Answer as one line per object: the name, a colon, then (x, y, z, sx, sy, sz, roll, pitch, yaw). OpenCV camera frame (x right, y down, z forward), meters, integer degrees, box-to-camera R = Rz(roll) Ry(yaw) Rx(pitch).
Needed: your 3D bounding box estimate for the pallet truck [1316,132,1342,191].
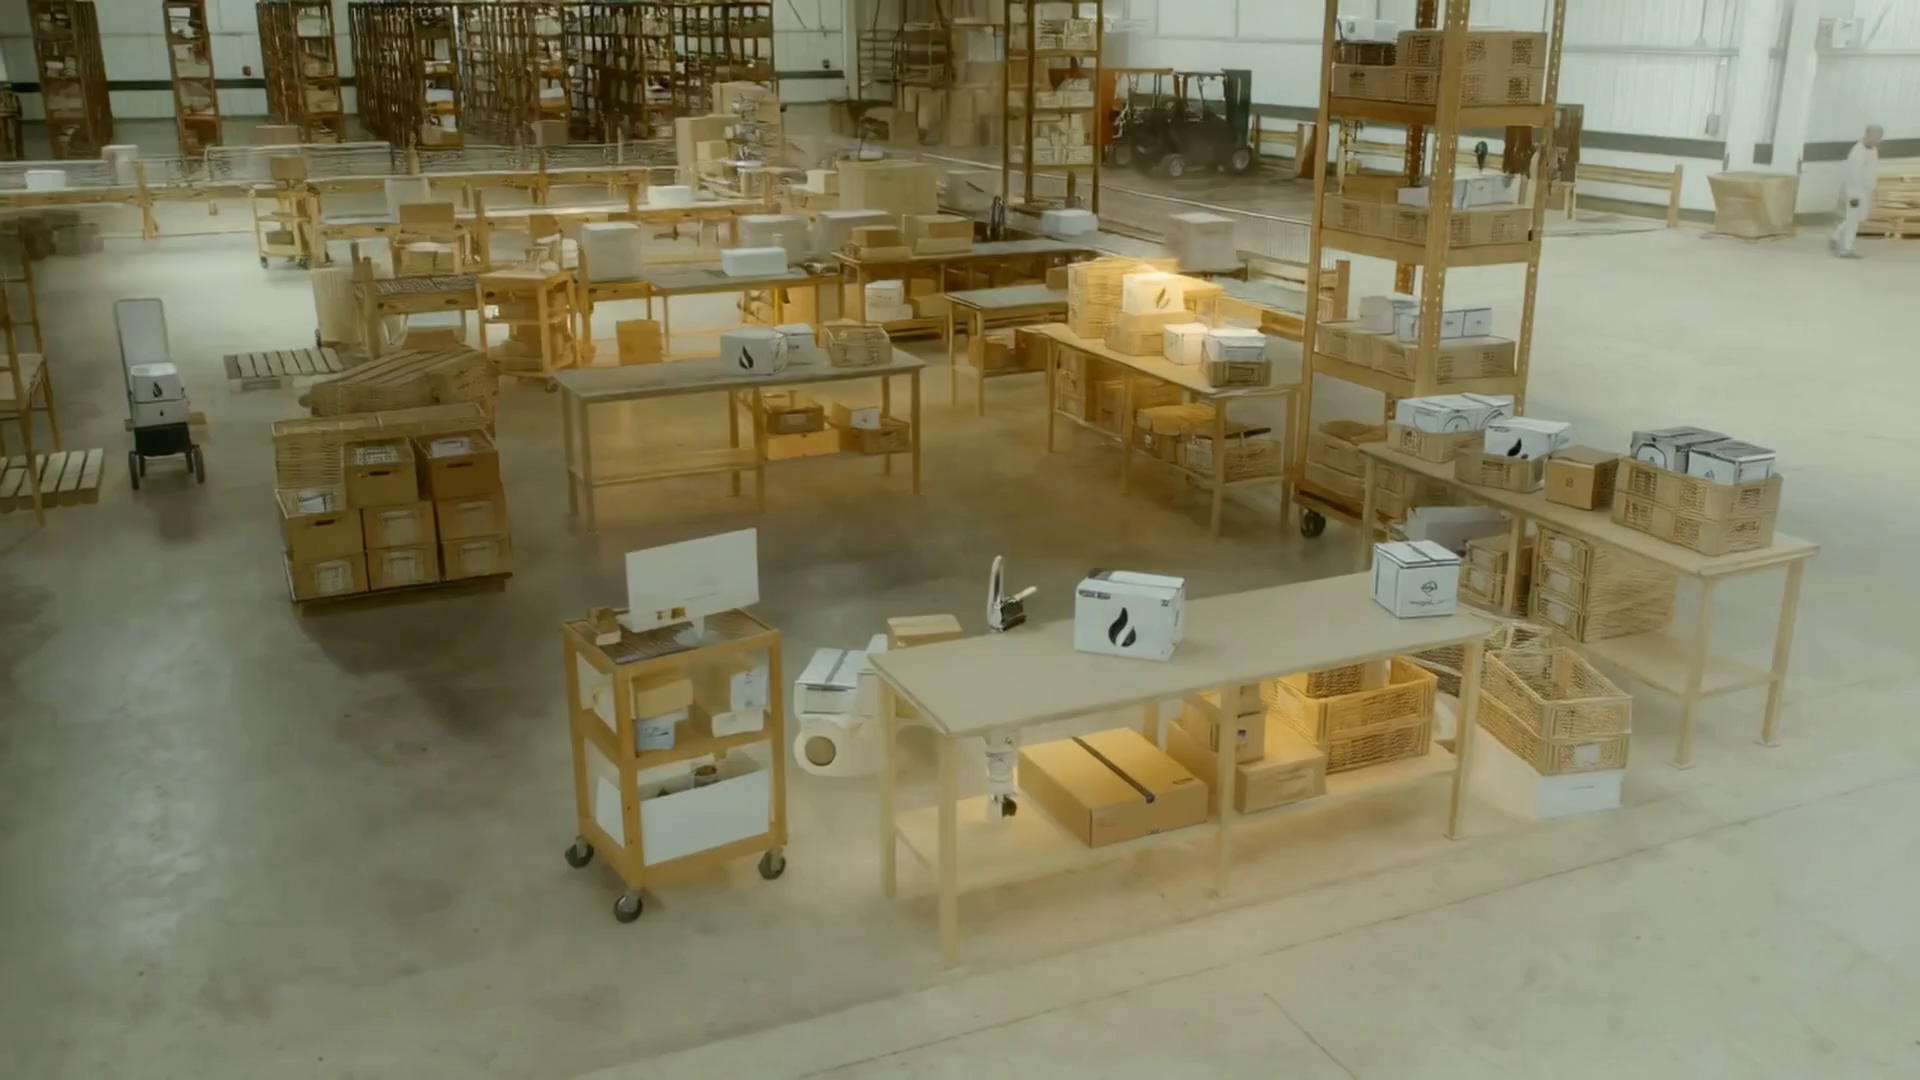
pallet truck: (7.723, -7.504, 32.656, 1.601, 1.201, 0.680, -8, 19, -23)

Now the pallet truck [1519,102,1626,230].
pallet truck: (9.972, -6.037, 26.785, 1.885, 1.965, 0.823, -9, 20, -25)

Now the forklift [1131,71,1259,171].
forklift: (4.998, -8.936, 35.413, 2.680, 1.987, 1.157, -9, 20, -25)

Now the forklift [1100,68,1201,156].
forklift: (4.082, -9.564, 37.410, 2.680, 1.987, 1.157, -8, 19, -23)

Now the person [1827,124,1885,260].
person: (12.586, -4.888, 23.361, 0.512, 1.878, 0.686, 16, 24, 41)

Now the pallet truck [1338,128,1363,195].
pallet truck: (7.845, -7.140, 31.411, 1.522, 1.261, 0.704, -9, 20, -25)

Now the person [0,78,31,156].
person: (-22.989, -10.250, 40.337, 0.589, 1.826, 0.403, -1, 18, -4)

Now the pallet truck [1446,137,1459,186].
pallet truck: (9.184, -6.485, 29.328, 1.630, 1.274, 0.653, -8, 19, -23)

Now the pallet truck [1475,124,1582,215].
pallet truck: (9.707, -6.455, 28.103, 1.885, 1.965, 0.823, -7, 19, -20)
